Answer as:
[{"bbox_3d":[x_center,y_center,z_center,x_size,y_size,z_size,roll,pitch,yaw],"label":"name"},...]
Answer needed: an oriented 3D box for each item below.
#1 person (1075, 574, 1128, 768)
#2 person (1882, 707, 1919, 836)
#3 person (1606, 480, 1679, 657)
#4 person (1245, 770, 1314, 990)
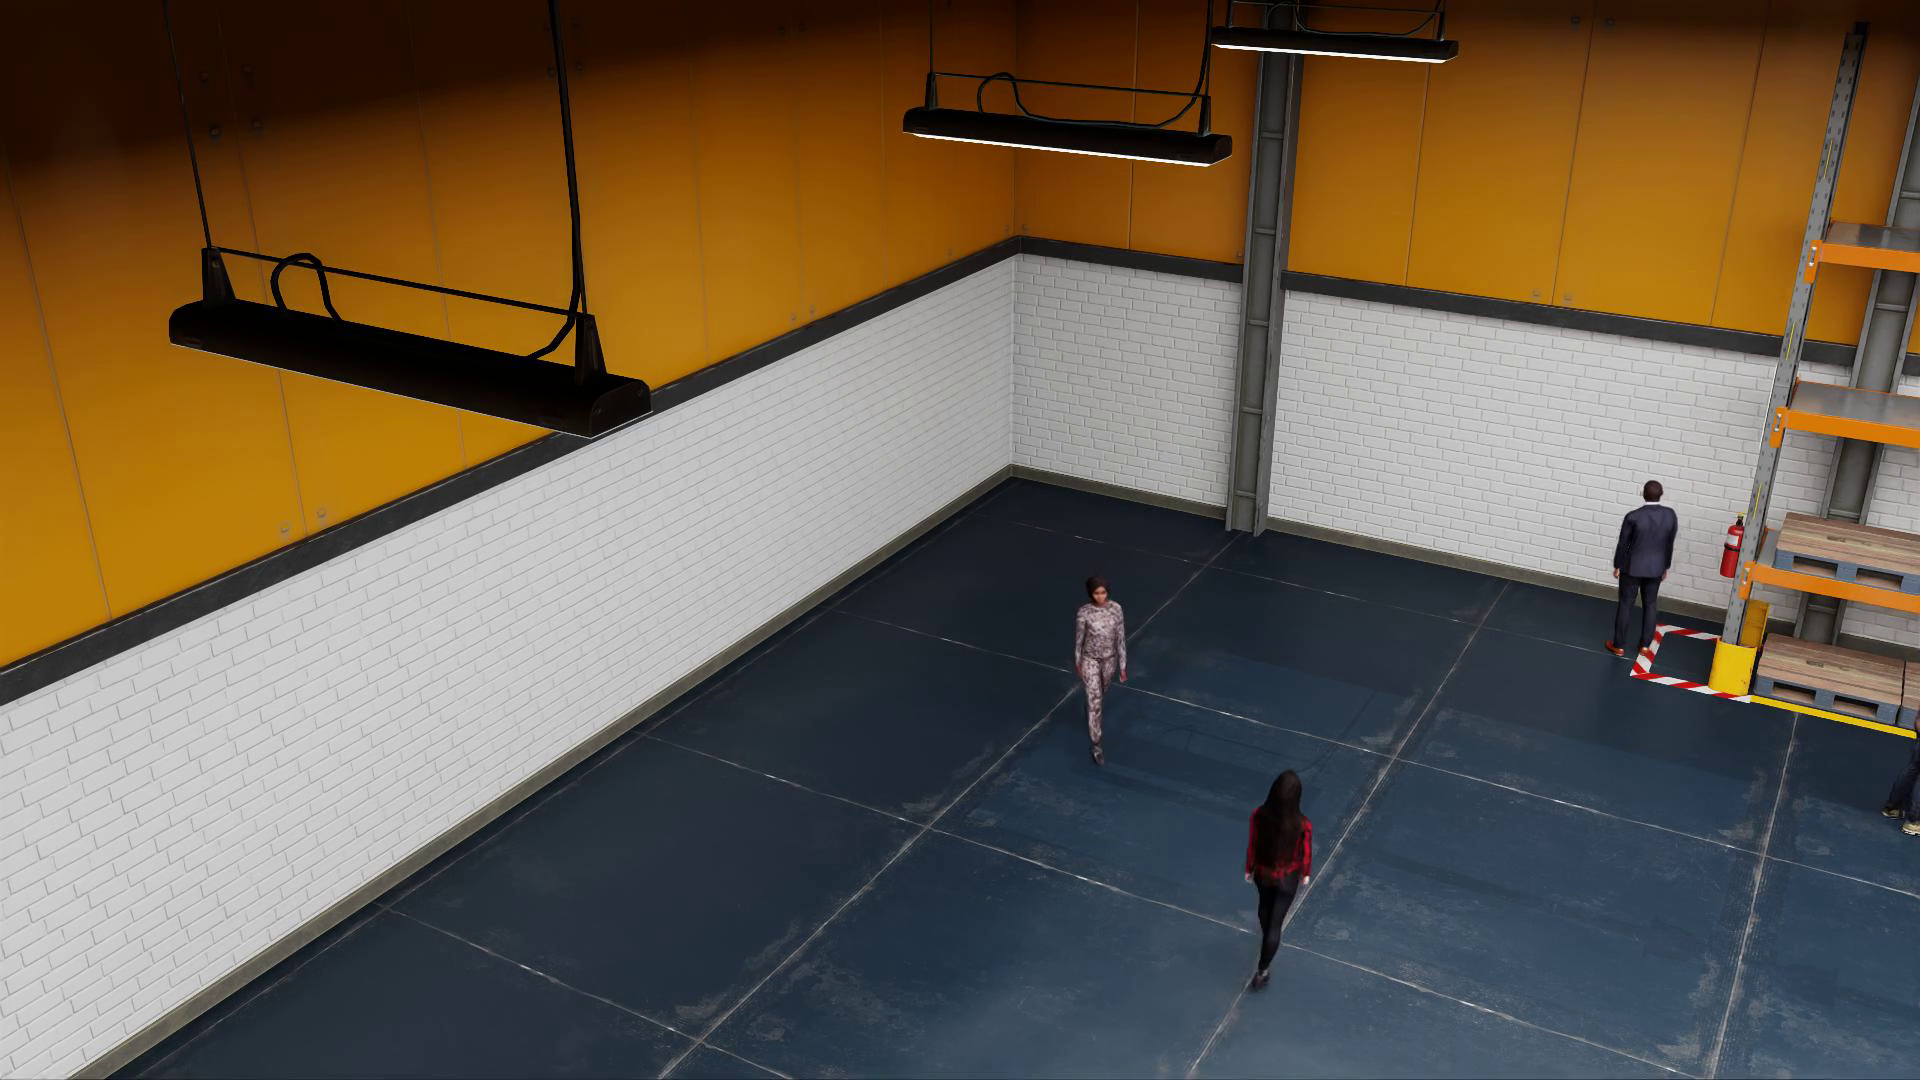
[{"bbox_3d":[1.201,1.050,14.553,1.094,1.681,1.114,-5,24,-11],"label":"person"},{"bbox_3d":[7.800,1.525,13.341,0.725,1.782,0.731,3,24,7],"label":"person"},{"bbox_3d":[6.620,0.279,16.141,0.717,1.822,0.851,2,24,5],"label":"person"},{"bbox_3d":[2.179,2.398,11.533,0.861,1.632,0.733,9,25,20],"label":"person"}]
